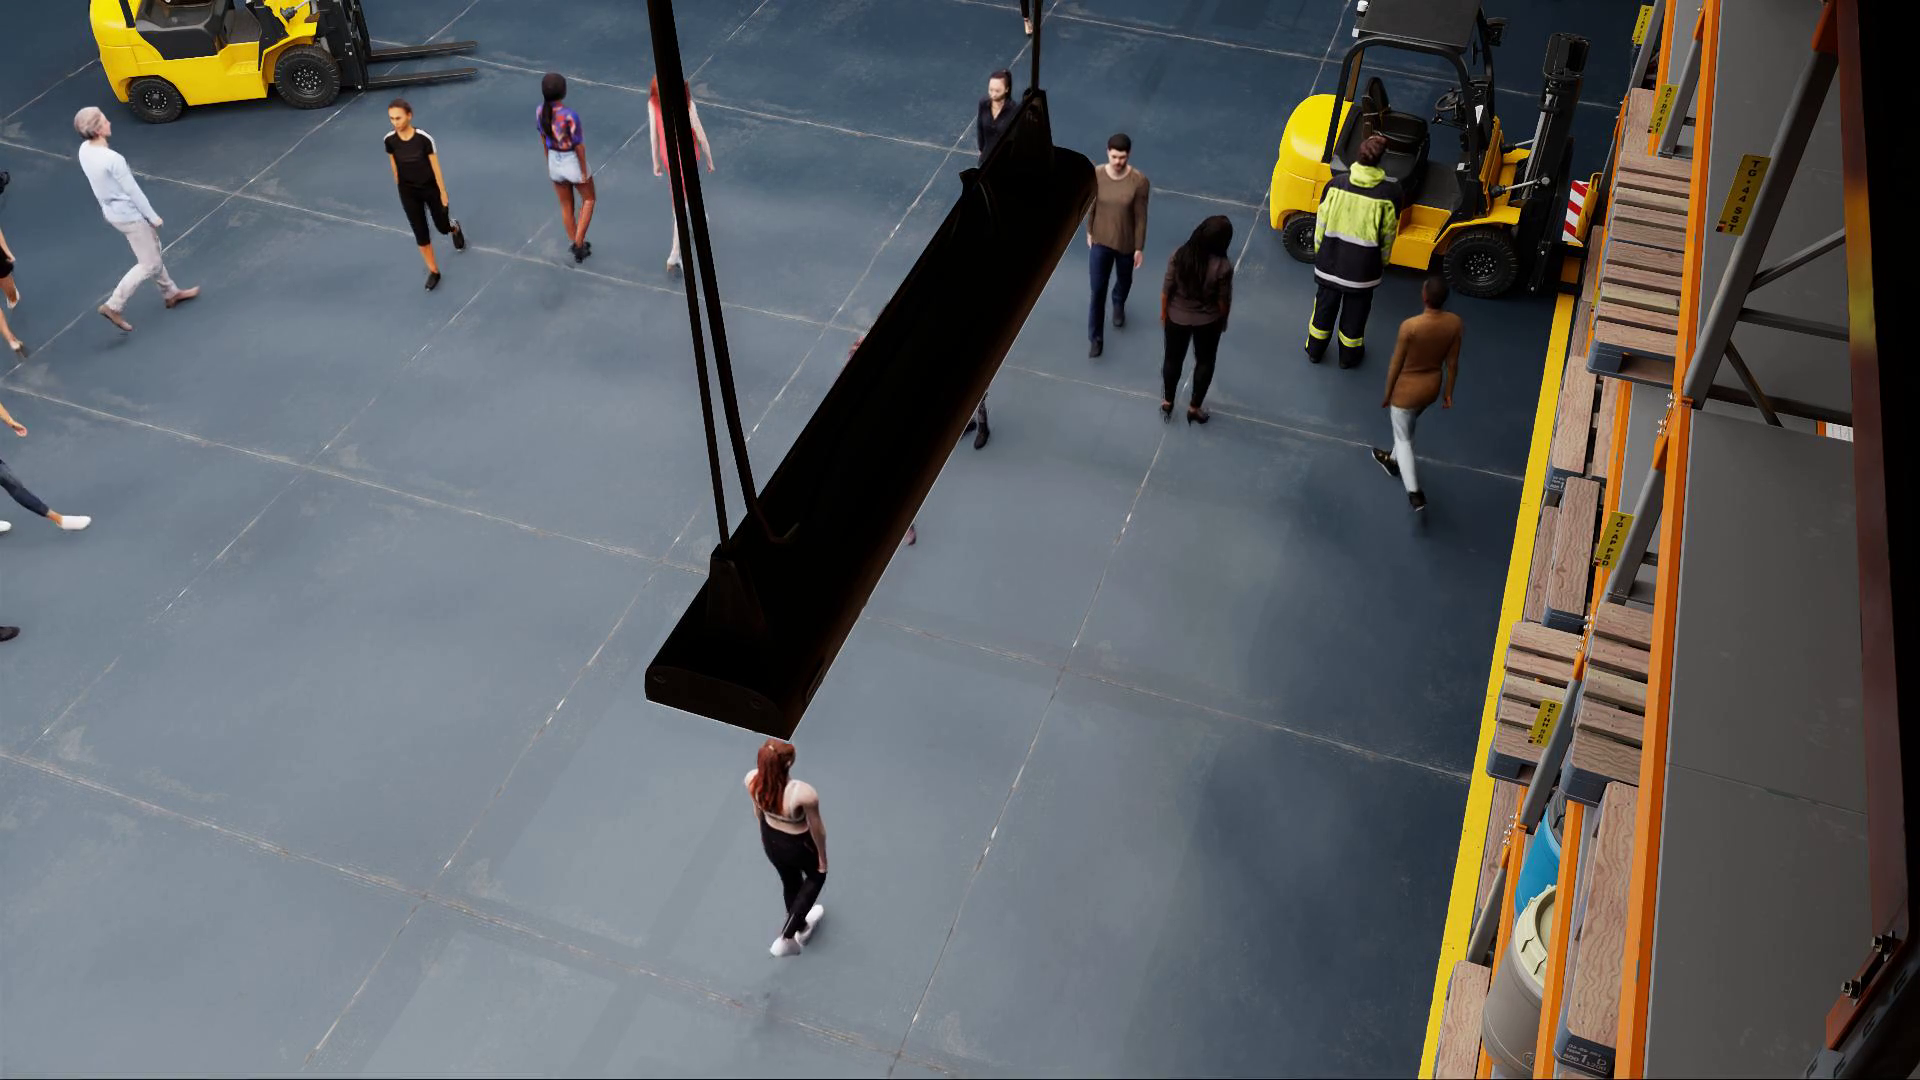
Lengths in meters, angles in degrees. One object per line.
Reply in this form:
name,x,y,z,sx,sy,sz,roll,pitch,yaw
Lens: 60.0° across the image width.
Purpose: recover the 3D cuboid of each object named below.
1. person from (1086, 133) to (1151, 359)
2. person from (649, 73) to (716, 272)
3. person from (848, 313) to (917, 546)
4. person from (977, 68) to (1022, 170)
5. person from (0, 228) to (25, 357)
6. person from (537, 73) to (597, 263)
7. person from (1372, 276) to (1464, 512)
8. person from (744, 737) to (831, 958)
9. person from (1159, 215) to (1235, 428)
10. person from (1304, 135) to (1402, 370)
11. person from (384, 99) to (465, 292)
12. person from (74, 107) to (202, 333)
person,1.252,-2.412,13.193,0.805,1.830,1.202,6,44,6
person,-2.372,-3.090,13.945,0.671,1.775,1.156,10,45,11
person,-0.527,-0.862,11.573,1.088,1.821,1.244,-8,44,-8
person,0.370,-3.259,14.202,0.574,1.666,1.033,15,46,16
person,-7.708,-2.191,13.059,1.127,1.695,1.195,-18,46,-18
person,-3.335,-3.062,13.944,0.606,1.735,0.659,12,45,12
person,3.257,-0.996,11.738,1.025,1.789,1.169,-7,44,-8
person,-0.949,1.709,8.936,0.618,1.736,0.739,17,46,17
person,1.740,-1.618,12.362,0.679,1.827,0.603,6,44,6
person,3.027,-2.227,12.890,0.774,1.981,0.637,16,46,17
person,-4.458,-2.946,13.884,0.774,1.651,1.029,3,44,3
person,-6.714,-2.528,13.289,0.927,1.867,1.182,33,52,30
